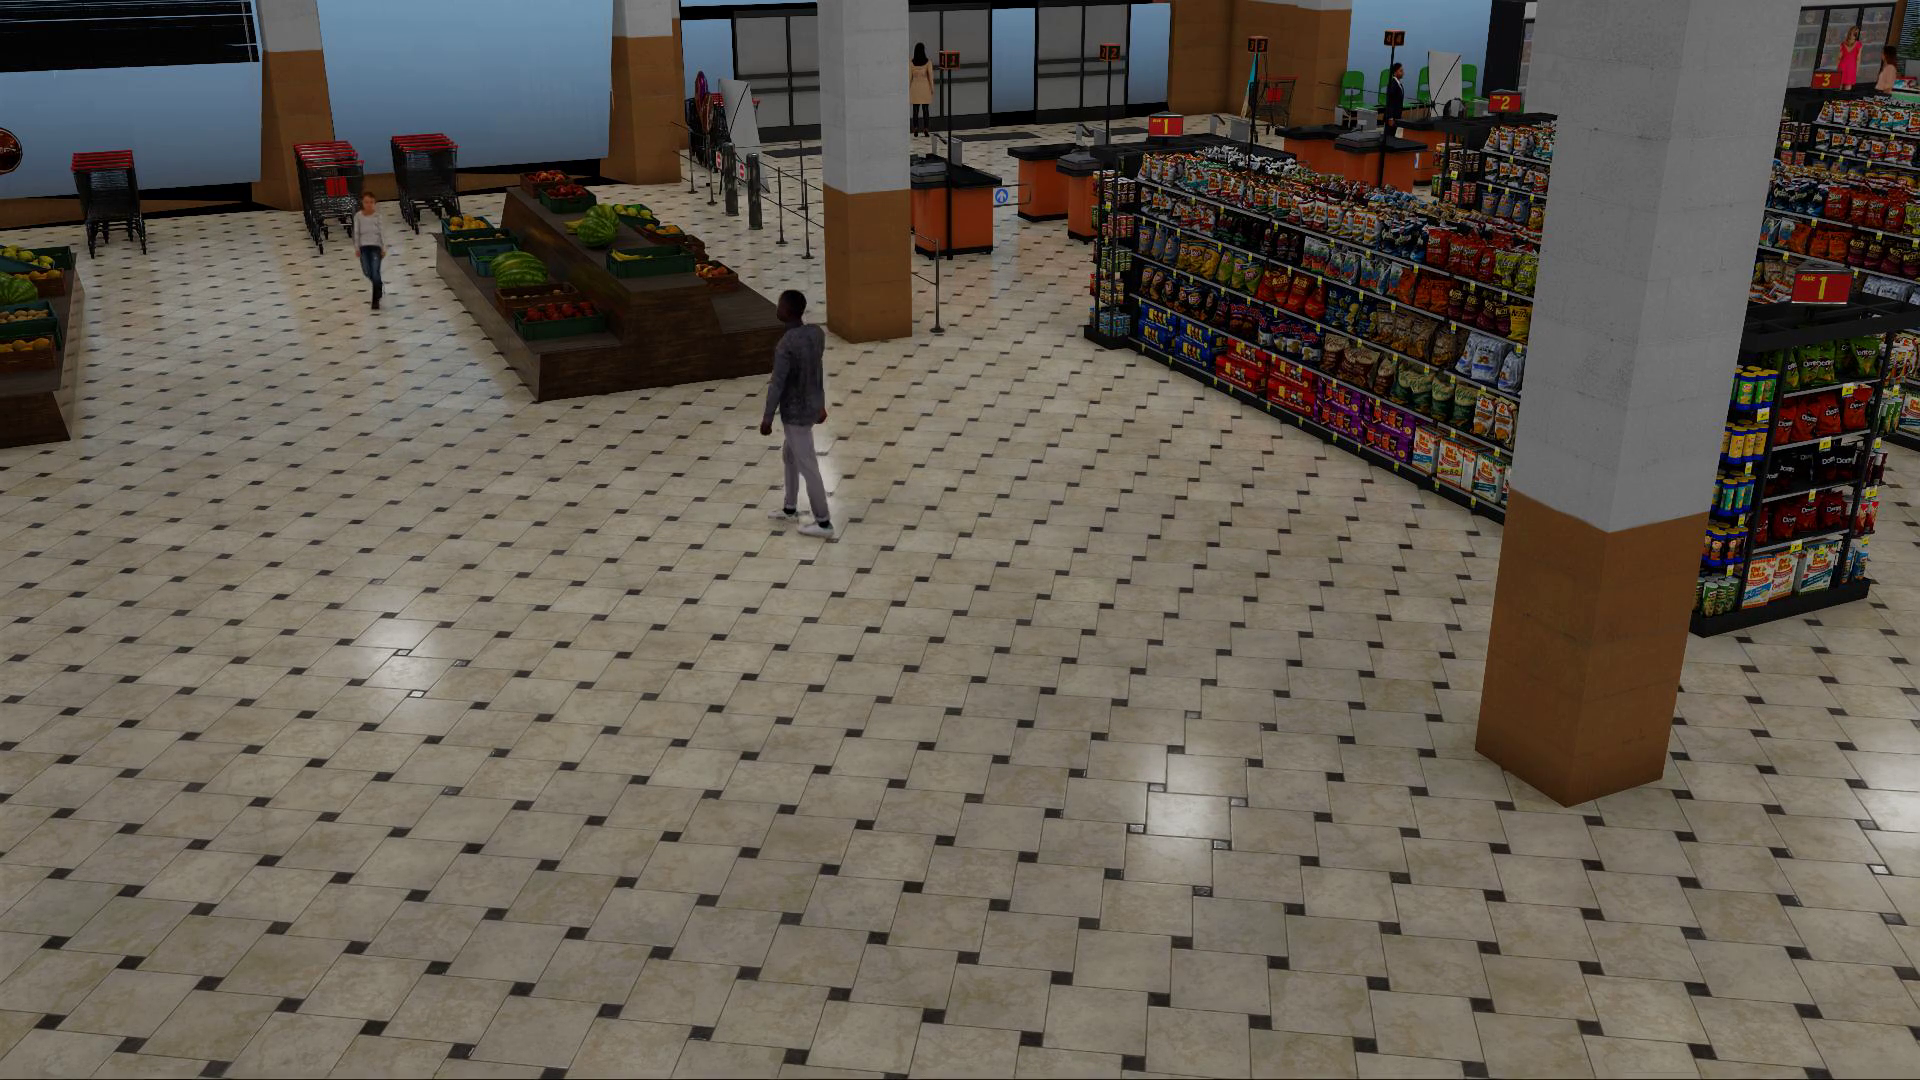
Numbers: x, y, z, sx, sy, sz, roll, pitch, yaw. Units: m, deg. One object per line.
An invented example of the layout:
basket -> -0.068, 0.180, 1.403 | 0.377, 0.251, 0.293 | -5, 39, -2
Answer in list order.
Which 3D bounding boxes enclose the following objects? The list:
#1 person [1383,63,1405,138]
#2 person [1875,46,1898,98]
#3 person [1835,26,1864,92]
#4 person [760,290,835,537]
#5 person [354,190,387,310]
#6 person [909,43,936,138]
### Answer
person -> 6.996, -6.843, 26.949 | 0.736, 1.729, 0.708 | 11, 24, 26
person -> 16.065, -7.672, 28.930 | 0.726, 1.789, 0.669 | 8, 23, 19
person -> 17.806, -9.435, 33.400 | 0.595, 1.728, 0.709 | 19, 29, 39
person -> -1.069, -0.883, 11.998 | 1.022, 1.818, 0.961 | 8, 23, 18
person -> -6.582, -3.261, 18.601 | 0.574, 1.306, 0.749 | -5, 22, -12
person -> -0.724, -8.267, 30.556 | 0.722, 1.682, 0.715 | 2, 22, 6
